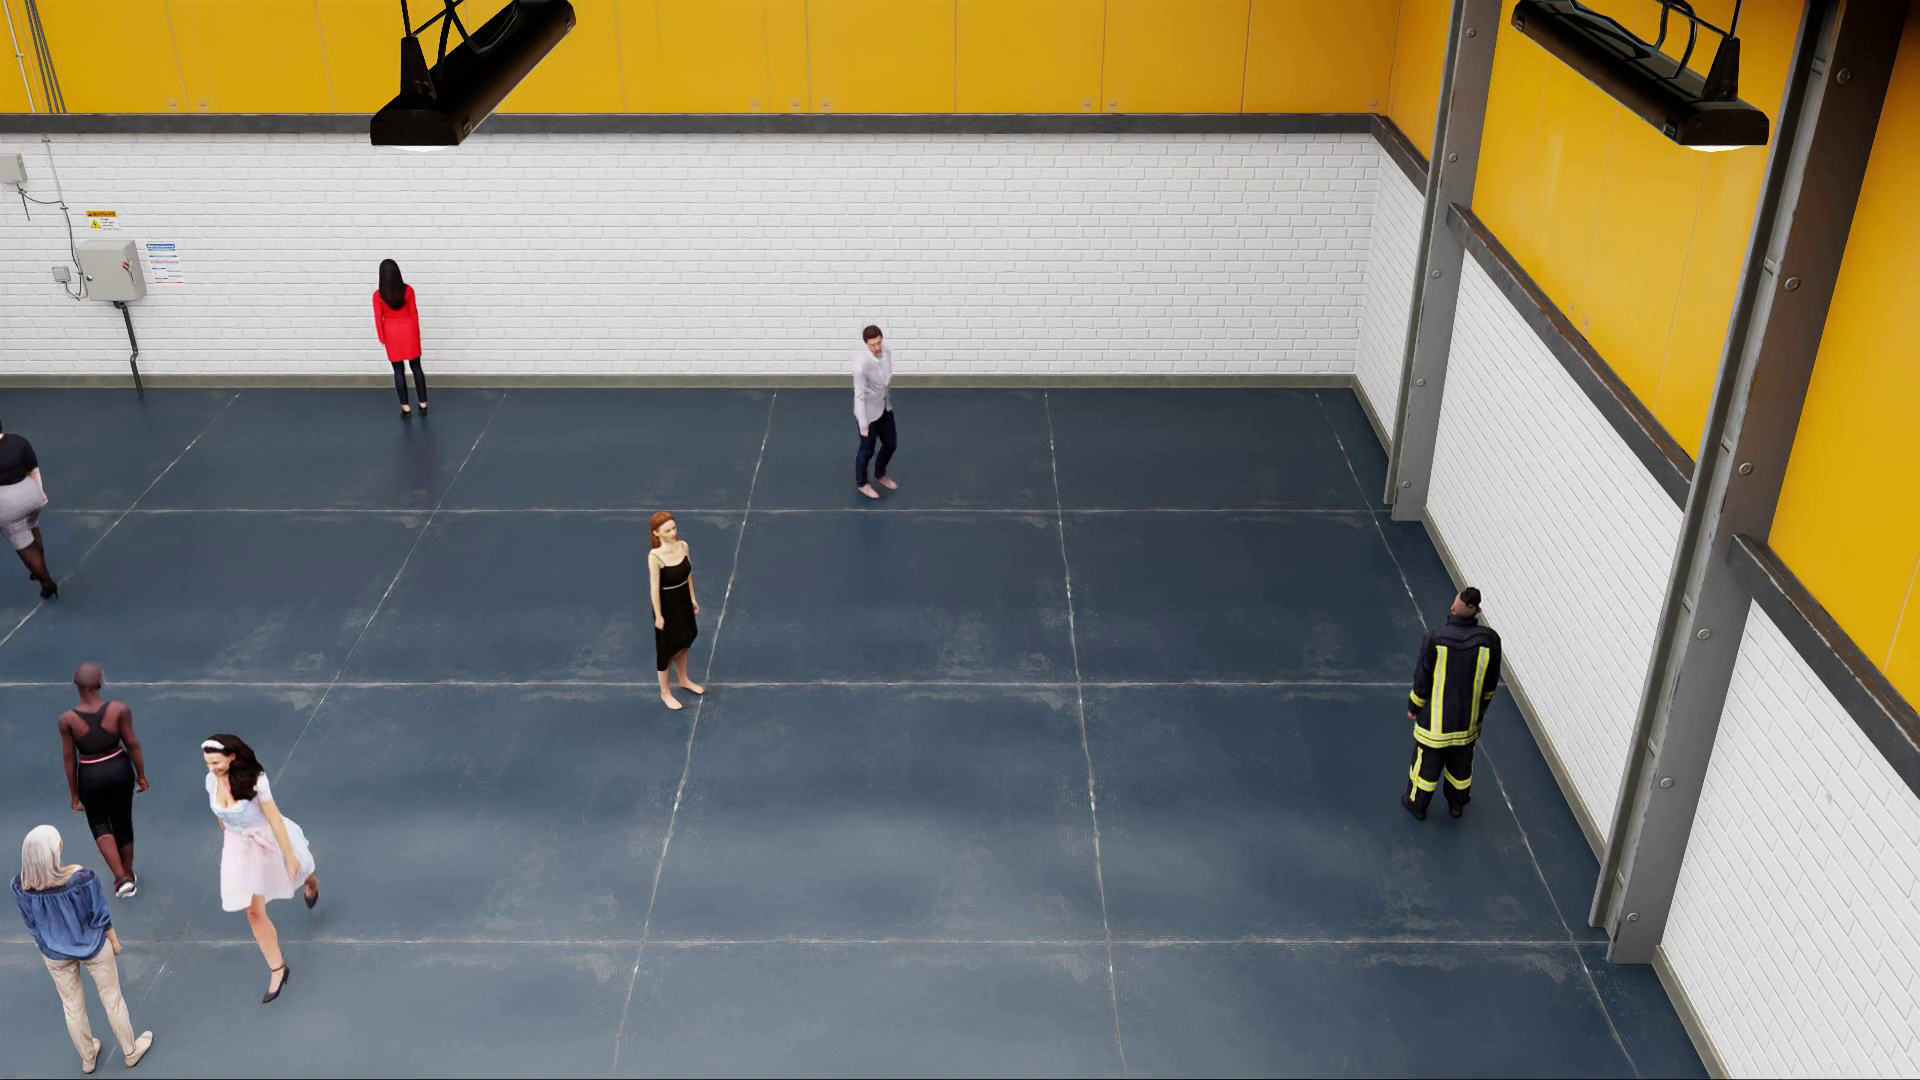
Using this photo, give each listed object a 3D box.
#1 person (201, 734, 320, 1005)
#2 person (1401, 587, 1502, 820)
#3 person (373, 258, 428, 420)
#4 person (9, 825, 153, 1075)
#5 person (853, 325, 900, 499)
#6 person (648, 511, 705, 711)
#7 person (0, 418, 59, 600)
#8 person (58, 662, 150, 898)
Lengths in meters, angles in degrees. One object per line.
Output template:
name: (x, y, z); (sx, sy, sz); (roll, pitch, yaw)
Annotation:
person: (-4.234, 1.879, 10.180); (0.749, 1.764, 1.221); (3, 29, 5)
person: (3.382, 1.112, 11.482); (0.758, 1.861, 0.680); (-1, 29, -3)
person: (-5.882, -2.126, 17.539); (0.707, 1.748, 0.740); (-14, 31, -24)
person: (-5.016, 2.320, 9.440); (0.659, 1.697, 0.624); (-6, 29, -10)
person: (-0.852, -1.241, 15.853); (0.893, 1.807, 0.825); (15, 32, 26)
person: (-2.221, 0.511, 12.832); (0.736, 1.624, 0.660); (20, 34, 32)
person: (-7.970, -0.272, 14.151); (0.892, 1.737, 0.851); (13, 31, 23)
person: (-5.464, 1.614, 10.692); (0.827, 1.737, 0.902); (-18, 33, -29)
